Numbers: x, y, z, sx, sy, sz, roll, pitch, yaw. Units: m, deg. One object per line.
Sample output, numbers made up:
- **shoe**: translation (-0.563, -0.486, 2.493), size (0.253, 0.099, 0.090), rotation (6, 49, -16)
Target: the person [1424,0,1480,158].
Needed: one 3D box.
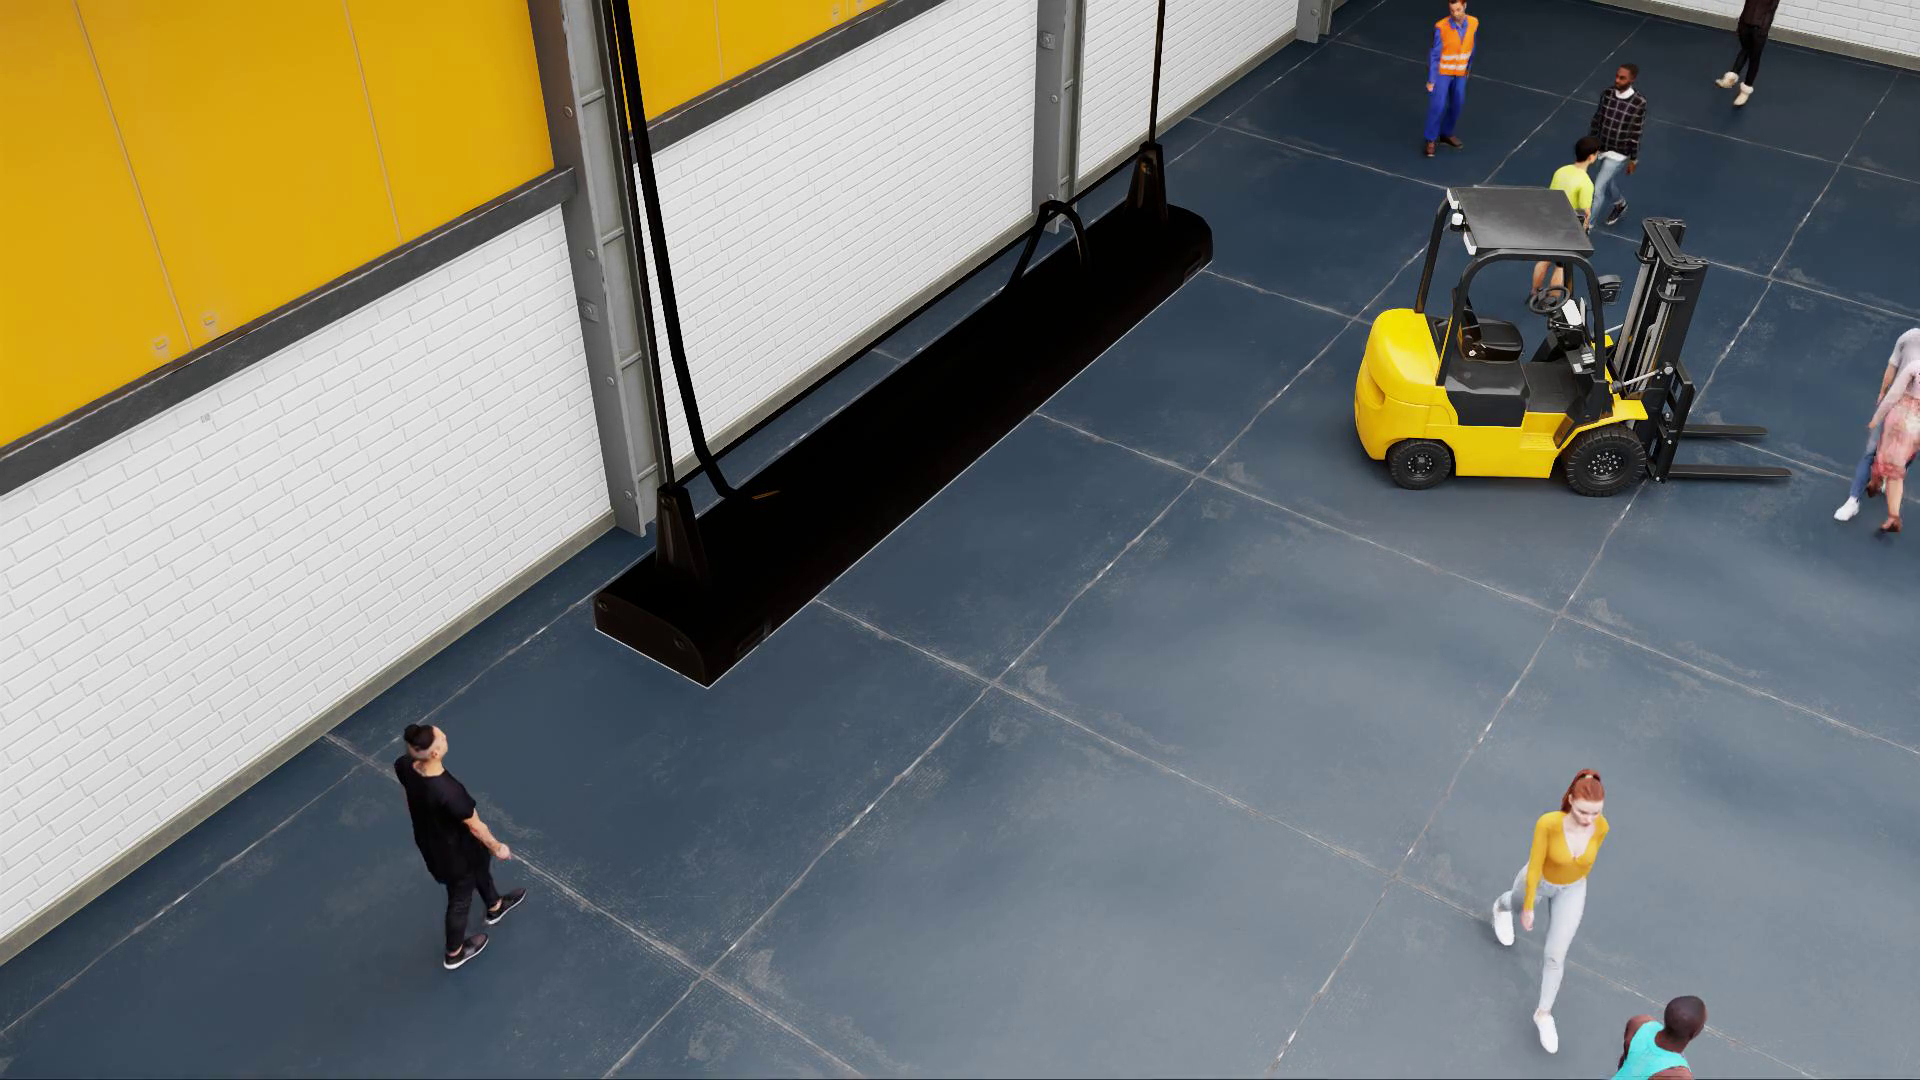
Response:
- **person**: translation (5.176, -4.937, 17.618), size (0.877, 1.817, 0.957), rotation (-19, 42, -22)

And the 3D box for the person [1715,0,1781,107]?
- **person**: translation (8.917, -5.770, 18.787), size (0.635, 1.659, 0.743), rotation (29, 47, 31)

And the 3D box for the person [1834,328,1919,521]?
- **person**: translation (7.303, -1.032, 12.700), size (0.772, 1.852, 1.197), rotation (30, 48, 32)

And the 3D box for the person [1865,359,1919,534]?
- **person**: translation (7.216, -0.808, 12.579), size (0.972, 1.653, 1.147), rotation (1, 39, 1)

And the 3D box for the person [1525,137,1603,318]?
- **person**: translation (5.487, -2.846, 15.087), size (0.694, 1.707, 0.700), rotation (-16, 41, -19)

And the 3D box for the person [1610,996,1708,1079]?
- **person**: translation (3.107, 2.805, 7.955), size (1.233, 1.778, 1.075), rotation (-14, 41, -16)

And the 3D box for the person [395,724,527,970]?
- **person**: translation (-2.901, 1.724, 9.255), size (0.923, 1.844, 0.779), rotation (-30, 48, -32)

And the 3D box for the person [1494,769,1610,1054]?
- **person**: translation (3.210, 1.865, 9.193), size (1.008, 1.702, 1.258), rotation (0, 39, 1)

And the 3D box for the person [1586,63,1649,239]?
- **person**: translation (6.425, -3.796, 16.220), size (1.253, 1.779, 0.964), rotation (-24, 45, -27)
